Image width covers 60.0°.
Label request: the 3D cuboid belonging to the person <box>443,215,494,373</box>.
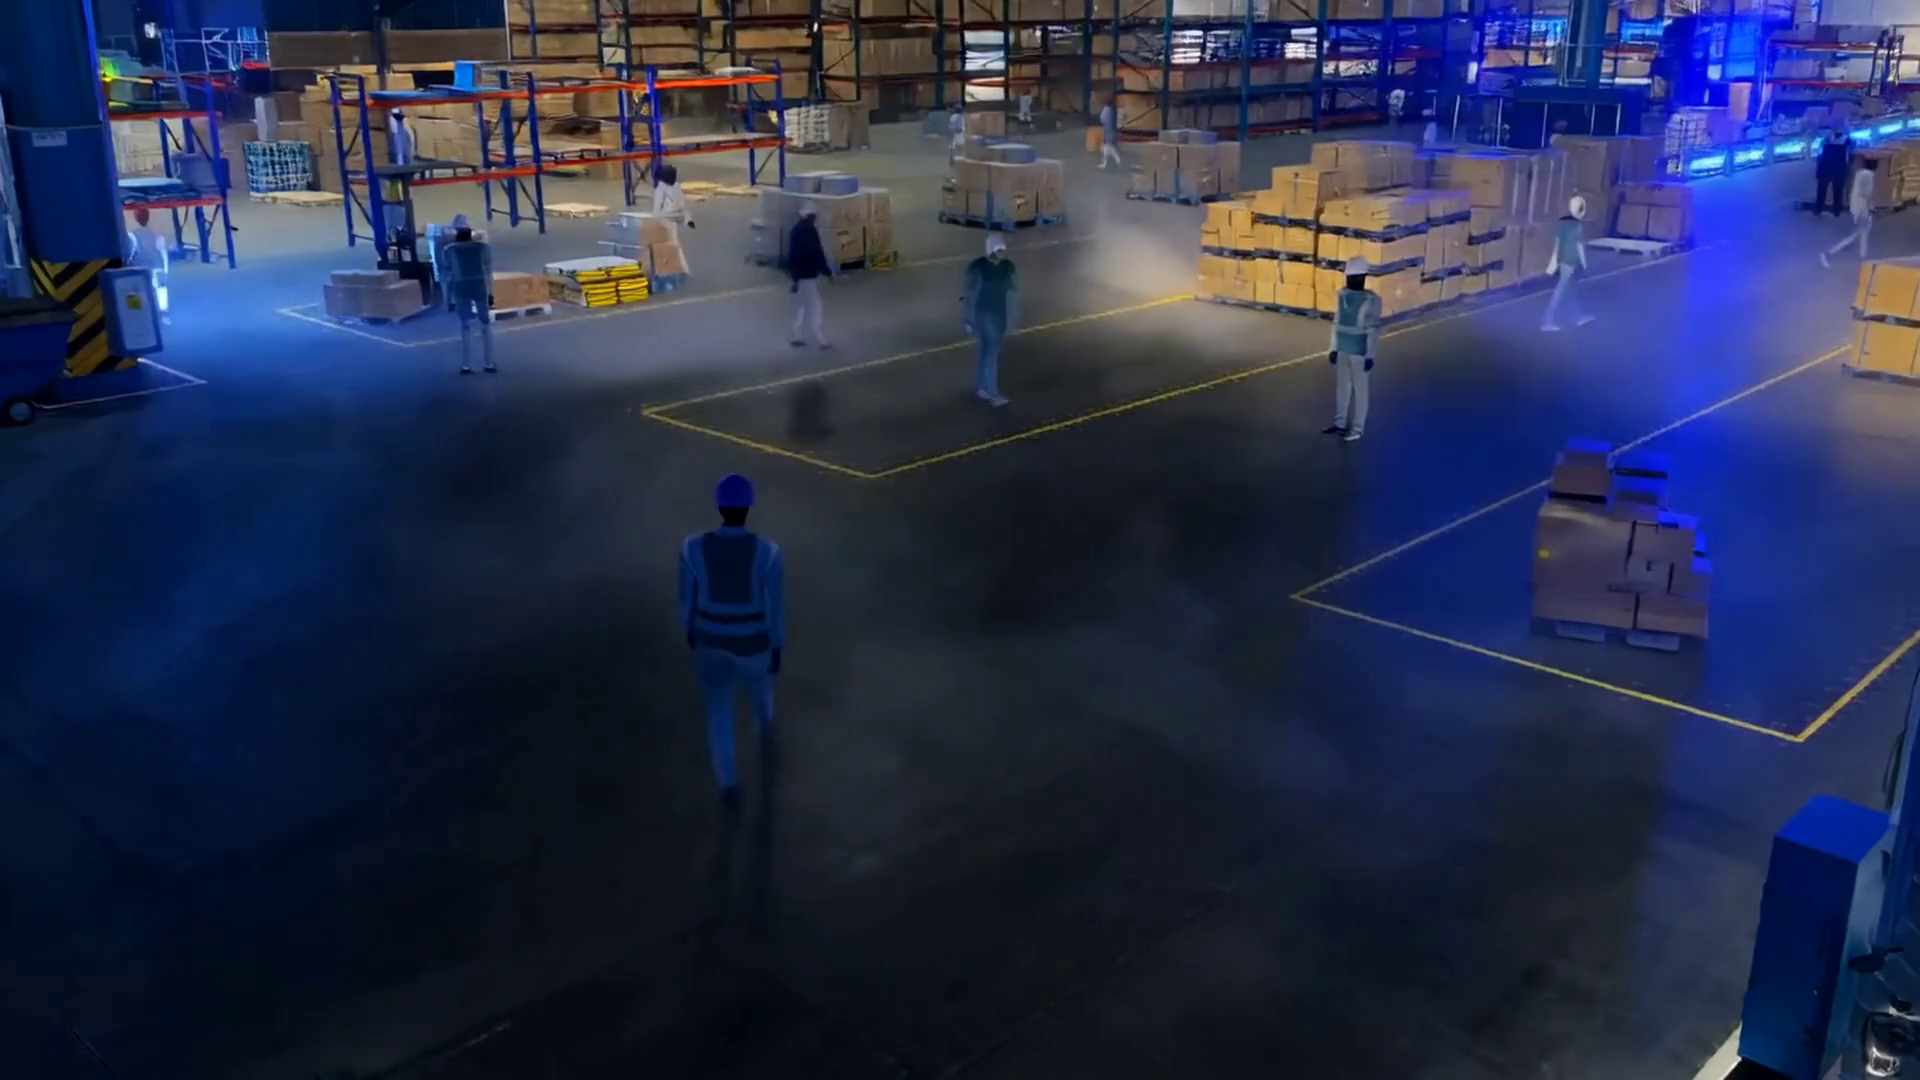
[{"bbox_3d":[-5.989,-3.001,20.329,0.585,1.918,0.378,-11,21,-29],"label":"person"}]

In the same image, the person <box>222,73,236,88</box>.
[{"bbox_3d":[-23.684,-14.181,54.031,0.591,1.915,0.399,10,21,28],"label":"person"}]

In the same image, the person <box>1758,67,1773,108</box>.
[{"bbox_3d":[31.708,-17.844,65.518,0.510,1.619,0.296,11,21,30],"label":"person"}]

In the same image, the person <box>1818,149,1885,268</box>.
[{"bbox_3d":[14.991,-5.527,27.815,0.964,2.014,0.618,4,19,11],"label":"person"}]

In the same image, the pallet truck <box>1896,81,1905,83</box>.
[{"bbox_3d":[34.802,-16.331,61.455,0.653,1.274,1.630,17,25,41],"label":"pallet truck"}]

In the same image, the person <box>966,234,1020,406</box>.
[{"bbox_3d":[0.428,-2.474,18.737,0.650,1.911,0.837,-14,23,-35],"label":"person"}]

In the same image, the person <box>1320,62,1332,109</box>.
[{"bbox_3d":[13.547,-16.701,61.570,0.627,1.940,0.377,-10,21,-28],"label":"person"}]

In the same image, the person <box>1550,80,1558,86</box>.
[{"bbox_3d":[18.463,-13.430,51.903,0.649,1.816,0.604,-15,24,-38],"label":"person"}]

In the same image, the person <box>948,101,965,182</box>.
[{"bbox_3d":[-0.101,-9.729,40.590,0.399,1.928,0.542,11,21,29],"label":"person"}]

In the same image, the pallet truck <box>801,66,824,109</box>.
[{"bbox_3d":[-4.812,-15.182,56.903,0.823,1.965,1.885,-9,21,-26],"label":"pallet truck"}]

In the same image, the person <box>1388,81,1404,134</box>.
[{"bbox_3d":[14.194,-14.059,54.033,0.552,1.661,0.809,14,23,36],"label":"person"}]

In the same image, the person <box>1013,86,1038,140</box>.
[{"bbox_3d":[2.009,-13.251,51.633,0.873,1.652,0.531,-15,24,-39],"label":"person"}]

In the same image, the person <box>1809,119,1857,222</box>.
[{"bbox_3d":[17.624,-7.462,33.576,0.688,2.000,0.536,16,24,39],"label":"person"}]

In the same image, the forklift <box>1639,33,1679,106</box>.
[{"bbox_3d":[28.039,-18.830,66.514,1.129,2.768,1.873,17,25,41],"label":"forklift"}]

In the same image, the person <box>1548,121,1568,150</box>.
[{"bbox_3d":[13.618,-8.737,38.034,0.898,1.633,0.587,15,23,37],"label":"person"}]

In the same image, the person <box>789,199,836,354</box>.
[{"bbox_3d":[-1.883,-3.400,21.460,0.844,1.963,0.627,5,19,16],"label":"person"}]

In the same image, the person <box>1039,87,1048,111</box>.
[{"bbox_3d":[3.083,-16.591,61.288,0.406,1.911,0.637,-8,20,-22],"label":"person"}]

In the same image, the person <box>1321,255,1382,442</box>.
[{"bbox_3d":[4.069,-1.988,17.260,0.366,1.926,0.594,-12,22,-33],"label":"person"}]

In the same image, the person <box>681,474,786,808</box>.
[{"bbox_3d":[-1.312,0.526,9.720,0.622,1.892,0.982,0,18,1],"label":"person"}]

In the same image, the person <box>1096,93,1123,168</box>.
[{"bbox_3d":[3.923,-10.665,43.391,0.711,1.937,0.645,7,20,21],"label":"person"}]

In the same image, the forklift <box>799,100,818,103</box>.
[{"bbox_3d":[-6.755,-19.159,67.506,1.873,2.768,1.129,-7,20,-20],"label":"forklift"}]

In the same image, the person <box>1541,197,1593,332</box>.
[{"bbox_3d":[8.431,-3.770,22.786,0.939,1.824,0.571,-4,19,-13],"label":"person"}]

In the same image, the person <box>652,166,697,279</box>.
[{"bbox_3d":[-4.680,-5.178,27.090,0.953,1.799,0.634,10,21,27],"label":"person"}]

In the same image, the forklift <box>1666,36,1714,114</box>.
[{"bbox_3d":[27.341,-17.291,61.877,1.129,2.768,1.873,17,25,41],"label":"forklift"}]

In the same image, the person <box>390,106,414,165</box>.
[{"bbox_3d":[-13.771,-9.847,41.068,0.511,1.844,0.328,-8,20,-21],"label":"person"}]

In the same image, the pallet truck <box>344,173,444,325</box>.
[{"bbox_3d":[-8.209,-4.181,23.757,0.823,1.965,1.885,3,19,9],"label":"pallet truck"}]

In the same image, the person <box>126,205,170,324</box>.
[{"bbox_3d":[-11.228,-3.779,23.031,0.544,1.678,0.345,-10,21,-28],"label":"person"}]

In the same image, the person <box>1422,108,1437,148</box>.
[{"bbox_3d":[10.764,-9.016,38.496,0.997,1.880,0.574,7,19,19],"label":"person"}]
